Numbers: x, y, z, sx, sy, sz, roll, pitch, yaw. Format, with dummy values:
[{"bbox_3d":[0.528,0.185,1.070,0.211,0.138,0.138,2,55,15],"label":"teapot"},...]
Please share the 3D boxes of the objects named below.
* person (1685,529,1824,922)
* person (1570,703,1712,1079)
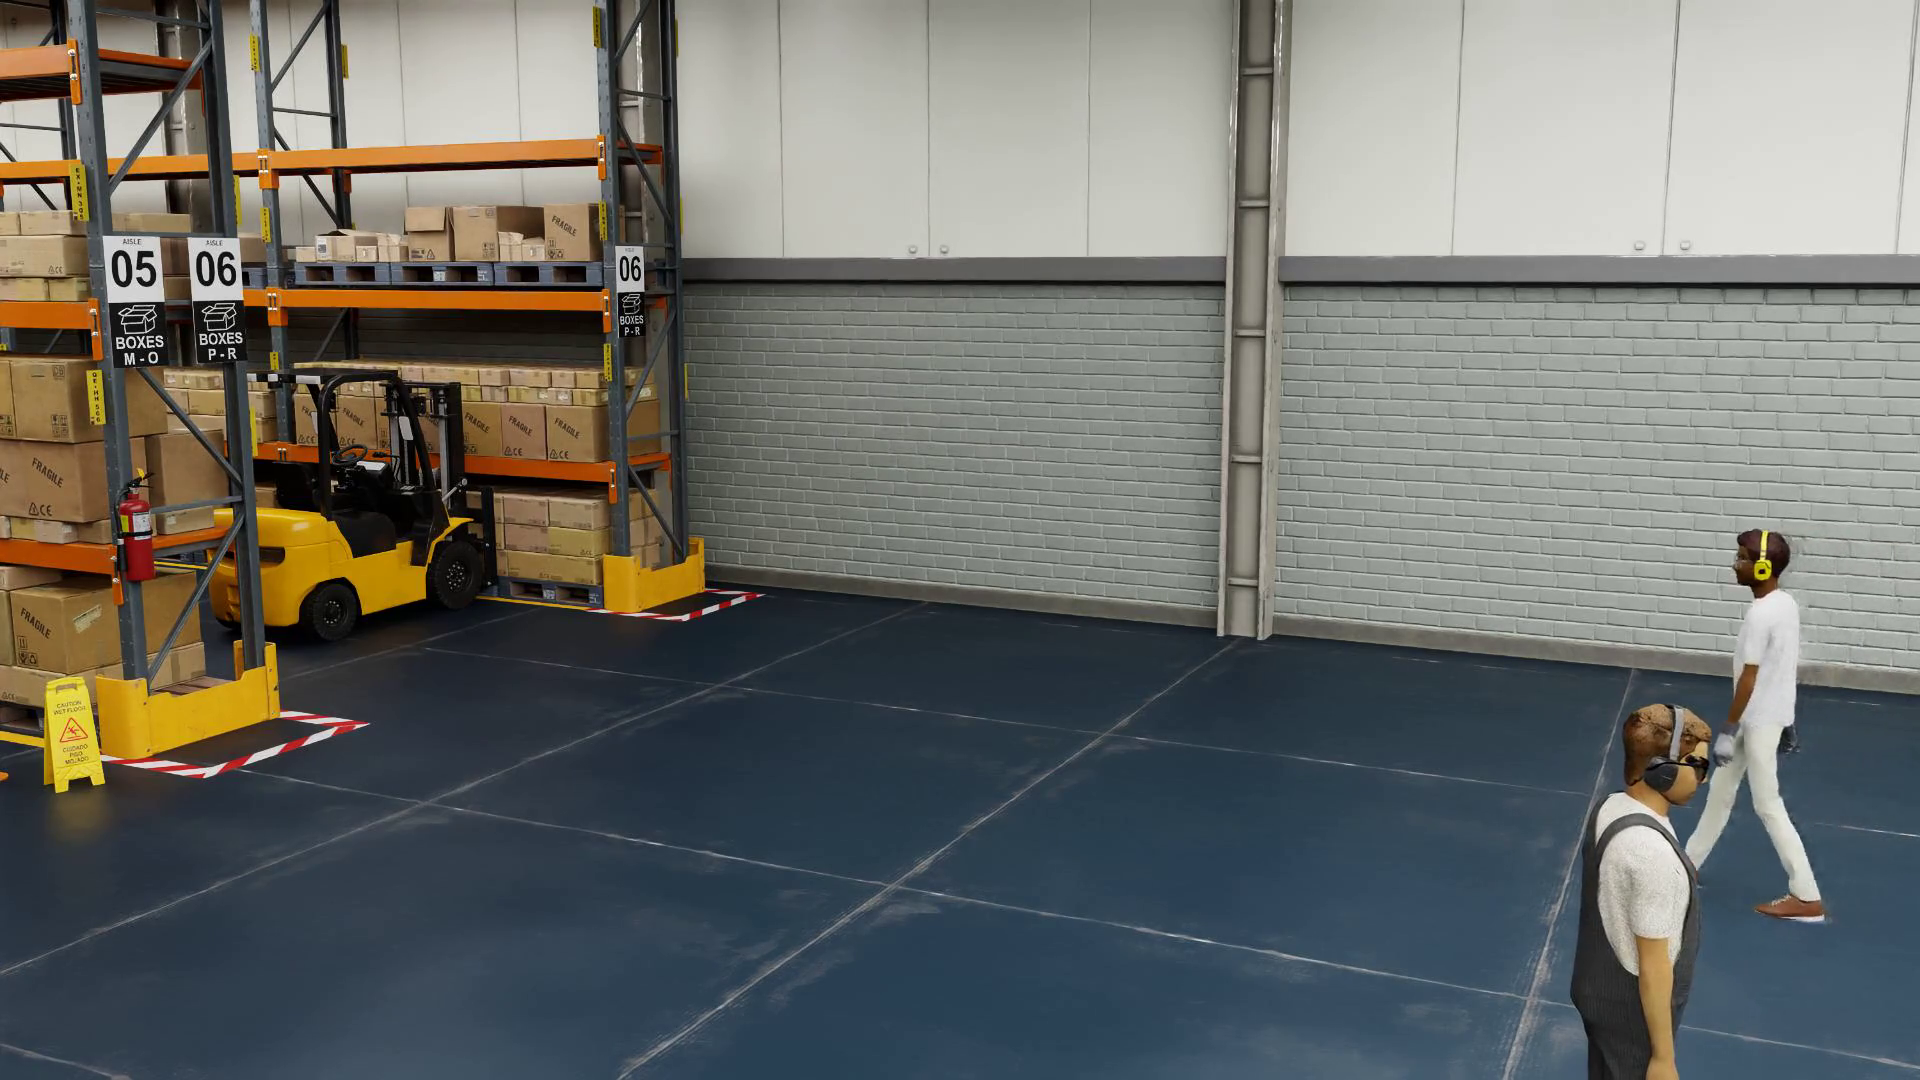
[{"bbox_3d":[3.722,0.851,7.885,0.890,1.825,0.553,7,11,36],"label":"person"},{"bbox_3d":[1.912,1.360,4.701,0.346,1.840,0.505,1,9,4],"label":"person"}]
